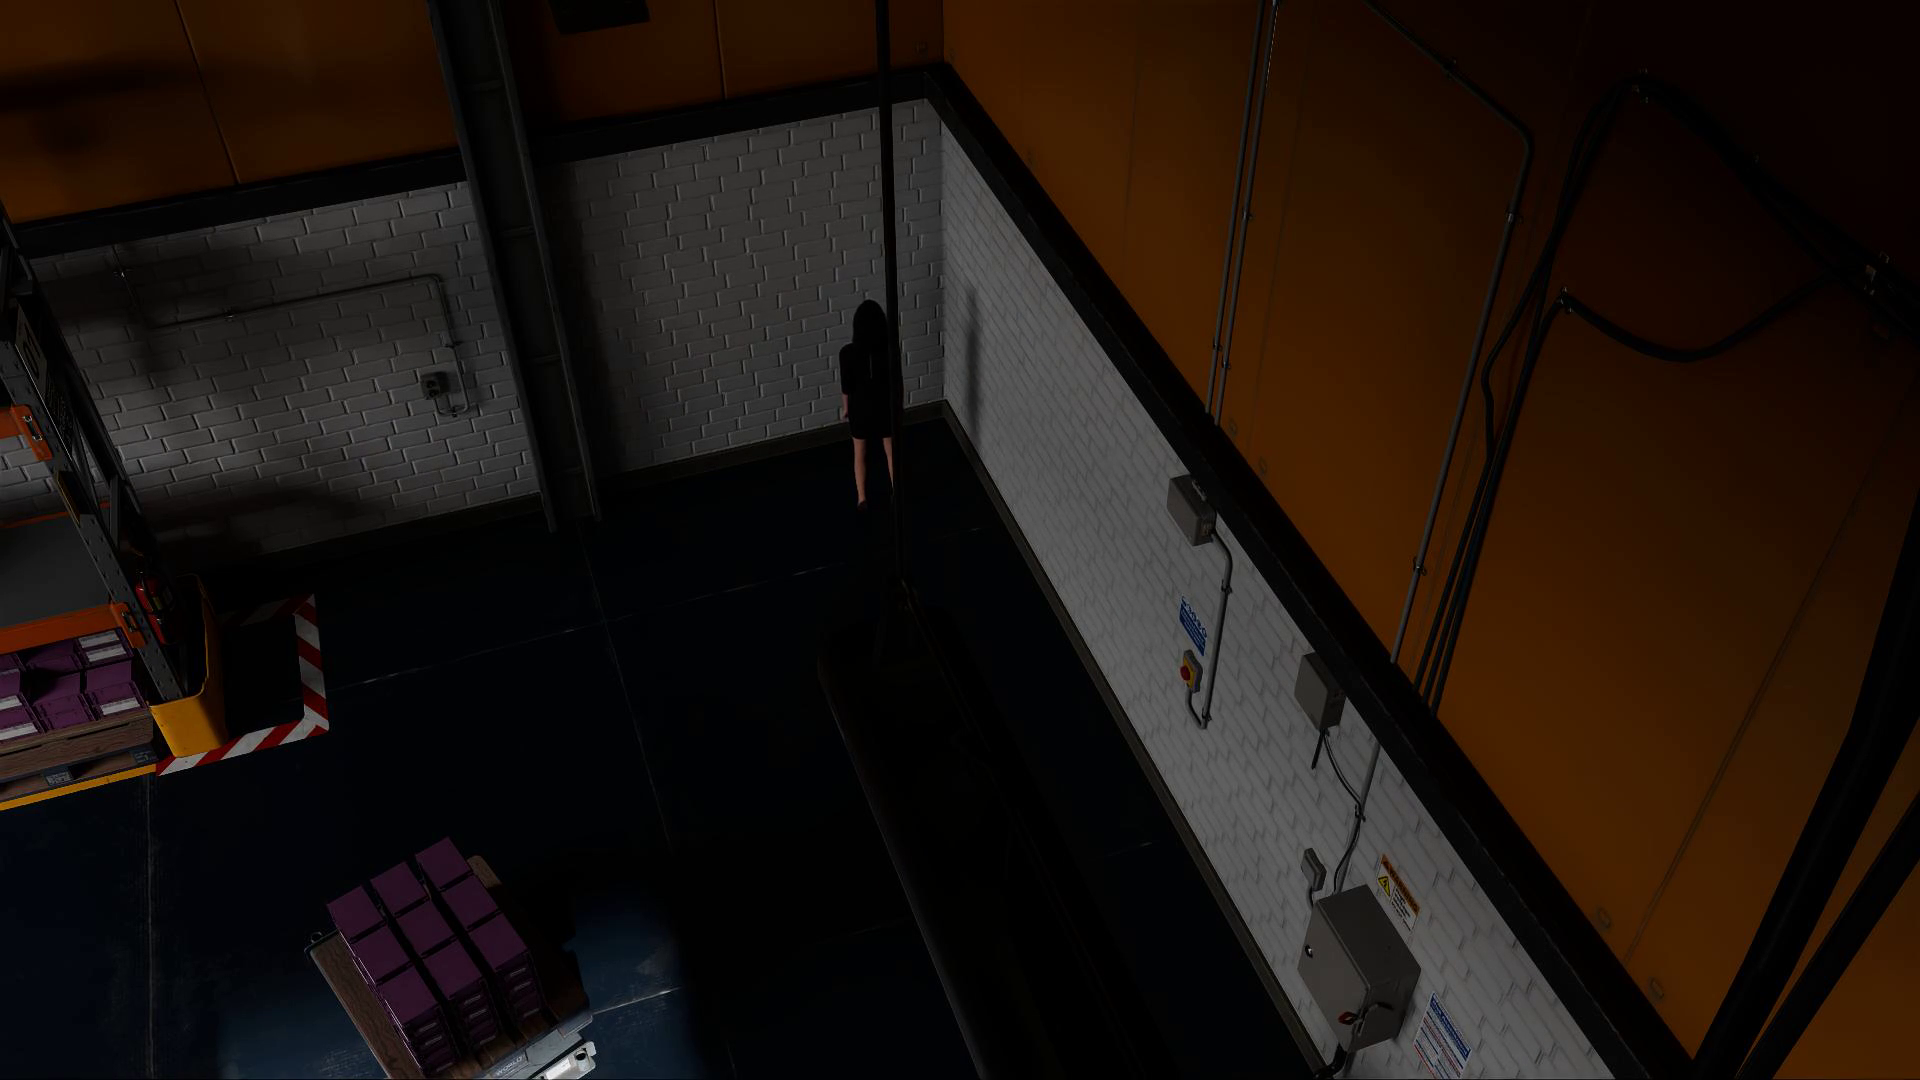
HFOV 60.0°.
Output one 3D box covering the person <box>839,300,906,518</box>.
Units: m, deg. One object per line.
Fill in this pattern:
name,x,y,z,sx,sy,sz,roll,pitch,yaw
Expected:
person,-0.612,-0.901,11.786,0.521,1.804,0.701,-3,44,-3
